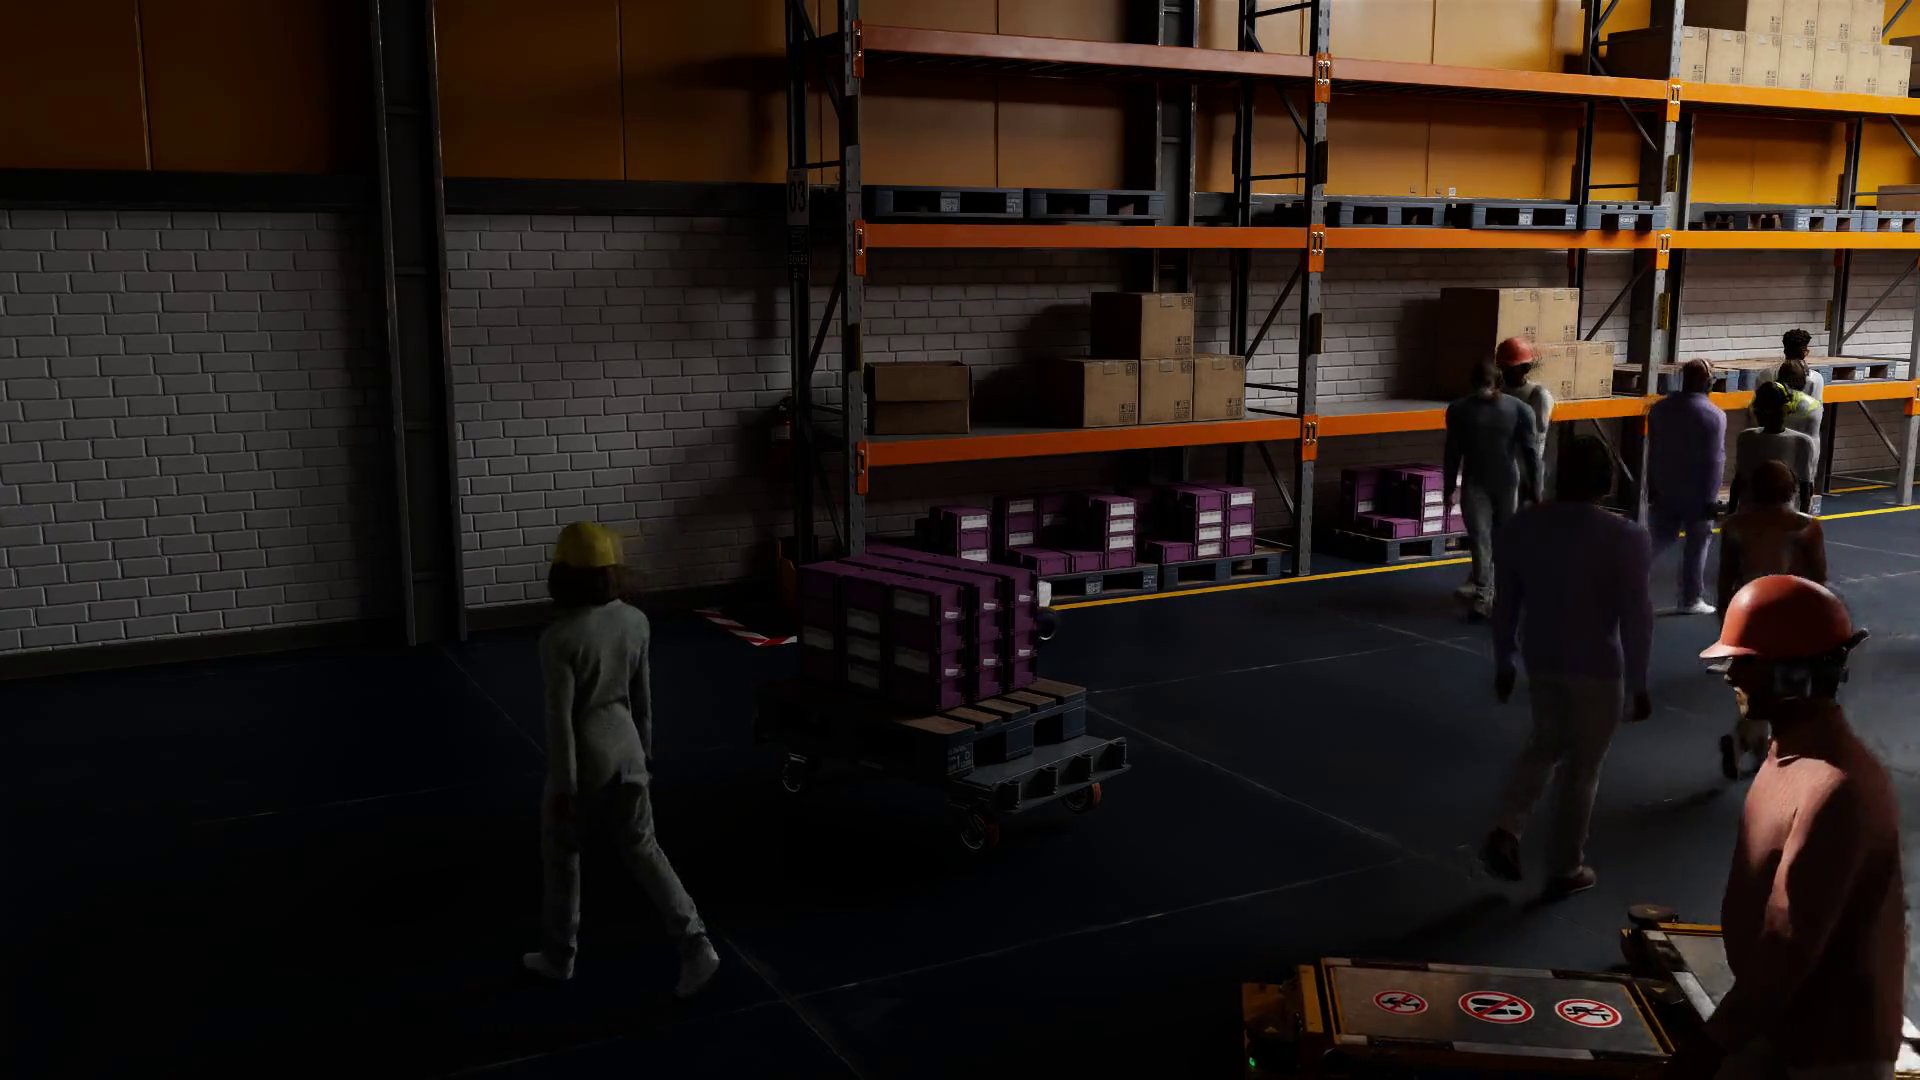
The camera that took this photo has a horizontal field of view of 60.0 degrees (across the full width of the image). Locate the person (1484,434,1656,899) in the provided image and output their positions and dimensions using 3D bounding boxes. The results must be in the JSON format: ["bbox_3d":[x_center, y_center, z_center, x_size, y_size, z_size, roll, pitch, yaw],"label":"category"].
[{"bbox_3d":[2.460,0.532,6.721,0.499,1.924,0.632,-8,12,-37],"label":"person"}]

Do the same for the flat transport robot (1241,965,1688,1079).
[{"bbox_3d":[1.639,1.593,5.362,1.431,0.197,0.652,1,10,8],"label":"flat transport robot"}]

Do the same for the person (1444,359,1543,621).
[{"bbox_3d":[3.850,-0.366,12.051,0.714,1.876,0.981,4,11,20],"label":"person"}]

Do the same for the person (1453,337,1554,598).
[{"bbox_3d":[4.103,-0.516,12.527,0.830,1.998,0.627,-7,12,-34],"label":"person"}]

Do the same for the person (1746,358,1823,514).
[{"bbox_3d":[6.548,-0.551,13.302,0.910,1.808,0.632,-7,12,-33],"label":"person"}]

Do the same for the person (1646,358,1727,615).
[{"bbox_3d":[5.199,-0.373,12.037,0.674,1.893,0.647,-5,11,-26],"label":"person"}]

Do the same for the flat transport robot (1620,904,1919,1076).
[{"bbox_3d":[2.701,1.571,5.488,0.652,0.197,1.431,1,10,8],"label":"flat transport robot"}]

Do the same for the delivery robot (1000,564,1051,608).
[{"bbox_3d":[0.249,0.403,11.128,0.707,0.478,0.477,-6,12,-31],"label":"delivery robot"}]

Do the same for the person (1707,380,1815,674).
[{"bbox_3d":[4.955,-0.053,10.261,0.327,1.865,0.517,-8,12,-37],"label":"person"}]

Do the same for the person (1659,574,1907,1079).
[{"bbox_3d":[1.749,1.043,3.708,0.999,1.933,0.603,2,10,12],"label":"person"}]

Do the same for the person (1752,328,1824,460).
[{"bbox_3d":[7.391,-0.906,14.869,0.361,1.964,0.614,-8,13,-40],"label":"person"}]

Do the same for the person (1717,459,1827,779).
[{"bbox_3d":[4.007,0.405,8.301,0.602,1.617,0.531,-8,12,-37],"label":"person"}]

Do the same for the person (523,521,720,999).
[{"bbox_3d":[-1.227,0.786,5.886,0.817,1.715,0.491,7,12,37],"label":"person"}]
